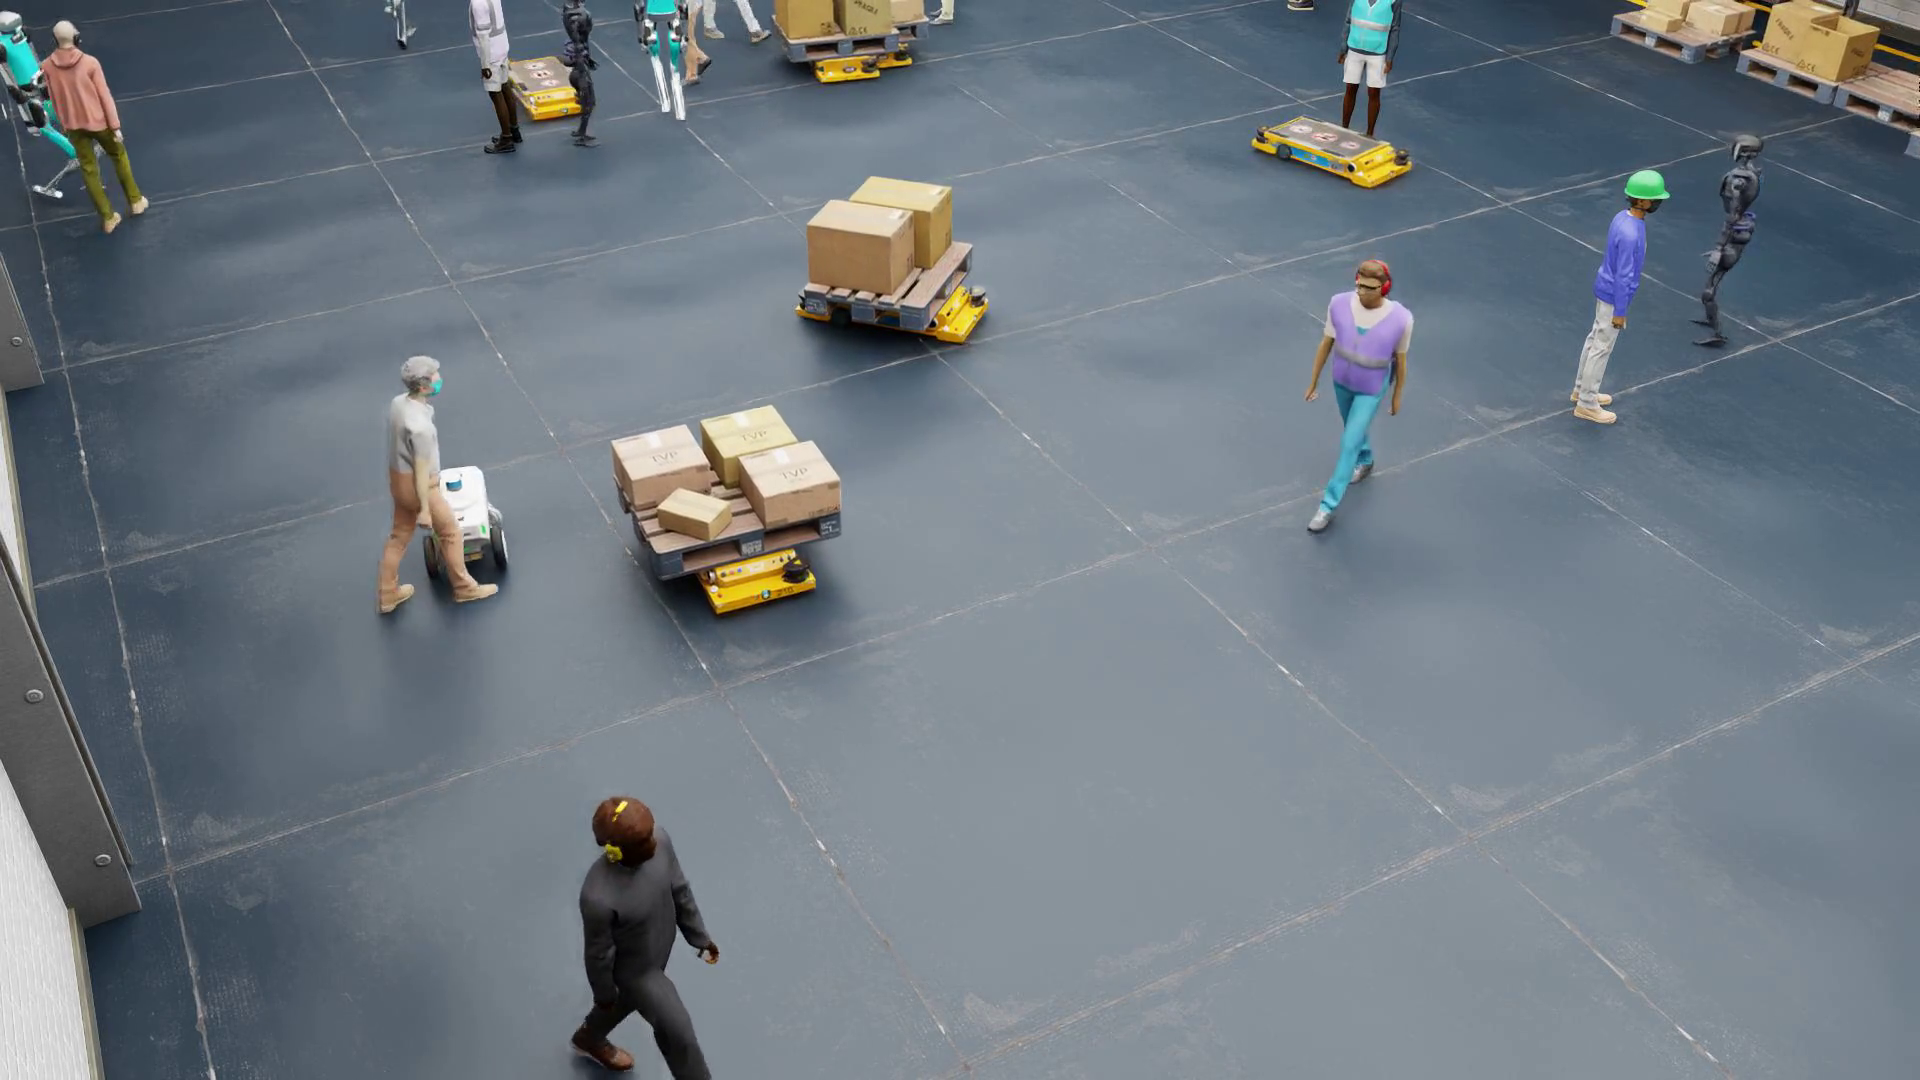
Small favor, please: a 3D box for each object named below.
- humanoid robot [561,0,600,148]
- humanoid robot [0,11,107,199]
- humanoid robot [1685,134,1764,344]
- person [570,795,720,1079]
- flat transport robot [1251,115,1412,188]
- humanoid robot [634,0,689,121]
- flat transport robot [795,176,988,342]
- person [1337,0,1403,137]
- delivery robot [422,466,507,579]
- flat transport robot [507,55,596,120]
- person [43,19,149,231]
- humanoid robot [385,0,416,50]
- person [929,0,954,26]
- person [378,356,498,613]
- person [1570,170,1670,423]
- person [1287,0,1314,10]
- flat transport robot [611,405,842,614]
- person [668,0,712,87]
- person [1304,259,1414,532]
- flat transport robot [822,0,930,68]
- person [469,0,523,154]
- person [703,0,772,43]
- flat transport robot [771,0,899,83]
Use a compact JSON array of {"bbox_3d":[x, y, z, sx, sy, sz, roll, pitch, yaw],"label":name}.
[{"bbox_3d":[-3.677,-4.603,16.069,0.355,1.640,0.590,-5,35,-7],"label":"humanoid robot"},{"bbox_3d":[-8.109,-3.863,14.936,0.832,1.743,0.566,3,35,4],"label":"humanoid robot"},{"bbox_3d":[5.948,-2.311,12.801,0.399,1.640,0.606,18,39,23],"label":"humanoid robot"},{"bbox_3d":[-1.342,1.721,6.907,0.998,1.823,0.492,12,37,16],"label":"person"},{"bbox_3d":[3.594,-3.780,16.113,0.659,0.231,1.431,-28,44,-34],"label":"flat transport robot"},{"bbox_3d":[-2.982,-5.103,16.714,0.548,1.769,0.844,-7,36,-9],"label":"humanoid robot"},{"bbox_3d":[-0.549,-1.921,13.458,1.431,0.231,0.659,11,37,15],"label":"flat transport robot"},{"bbox_3d":[3.936,-4.731,16.015,0.564,1.939,0.410,18,39,24],"label":"person"},{"bbox_3d":[-3.186,-0.125,10.660,0.523,0.612,0.783,-9,36,-13],"label":"delivery robot"},{"bbox_3d":[-4.371,-4.791,17.556,0.659,0.231,1.431,-16,38,-22],"label":"flat transport robot"},{"bbox_3d":[-7.631,-3.669,14.609,0.546,1.808,0.716,-7,36,-10],"label":"person"},{"bbox_3d":[-6.344,-6.368,18.550,0.541,1.772,0.962,1,35,1],"label":"humanoid robot"},{"bbox_3d":[-0.182,-6.889,19.178,0.391,1.846,0.563,3,35,4],"label":"person"},{"bbox_3d":[-3.286,-0.302,9.923,0.728,1.706,0.517,-20,40,-26],"label":"person"},{"bbox_3d":[4.664,-1.728,11.789,0.340,1.873,0.461,8,36,11],"label":"person"},{"bbox_3d":[4.161,-7.281,19.644,0.366,1.959,0.603,7,36,10],"label":"person"},{"bbox_3d":[-1.493,-0.054,10.792,0.659,0.231,1.431,-15,38,-20],"label":"flat transport robot"},{"bbox_3d":[-2.907,-5.580,17.465,0.390,1.657,0.480,-11,36,-15],"label":"person"},{"bbox_3d":[2.586,-1.013,10.838,0.581,1.793,0.997,25,42,31],"label":"person"},{"bbox_3d":[-1.070,-5.620,18.740,0.659,0.231,1.431,-11,37,-16],"label":"flat transport robot"},{"bbox_3d":[-4.523,-4.675,15.948,0.381,1.929,0.541,0,35,0],"label":"person"},{"bbox_3d":[-2.586,-6.462,18.575,1.005,1.831,0.582,26,42,32],"label":"person"},{"bbox_3d":[-1.384,-5.404,18.431,0.659,0.231,1.431,-10,36,-14],"label":"flat transport robot"}]
